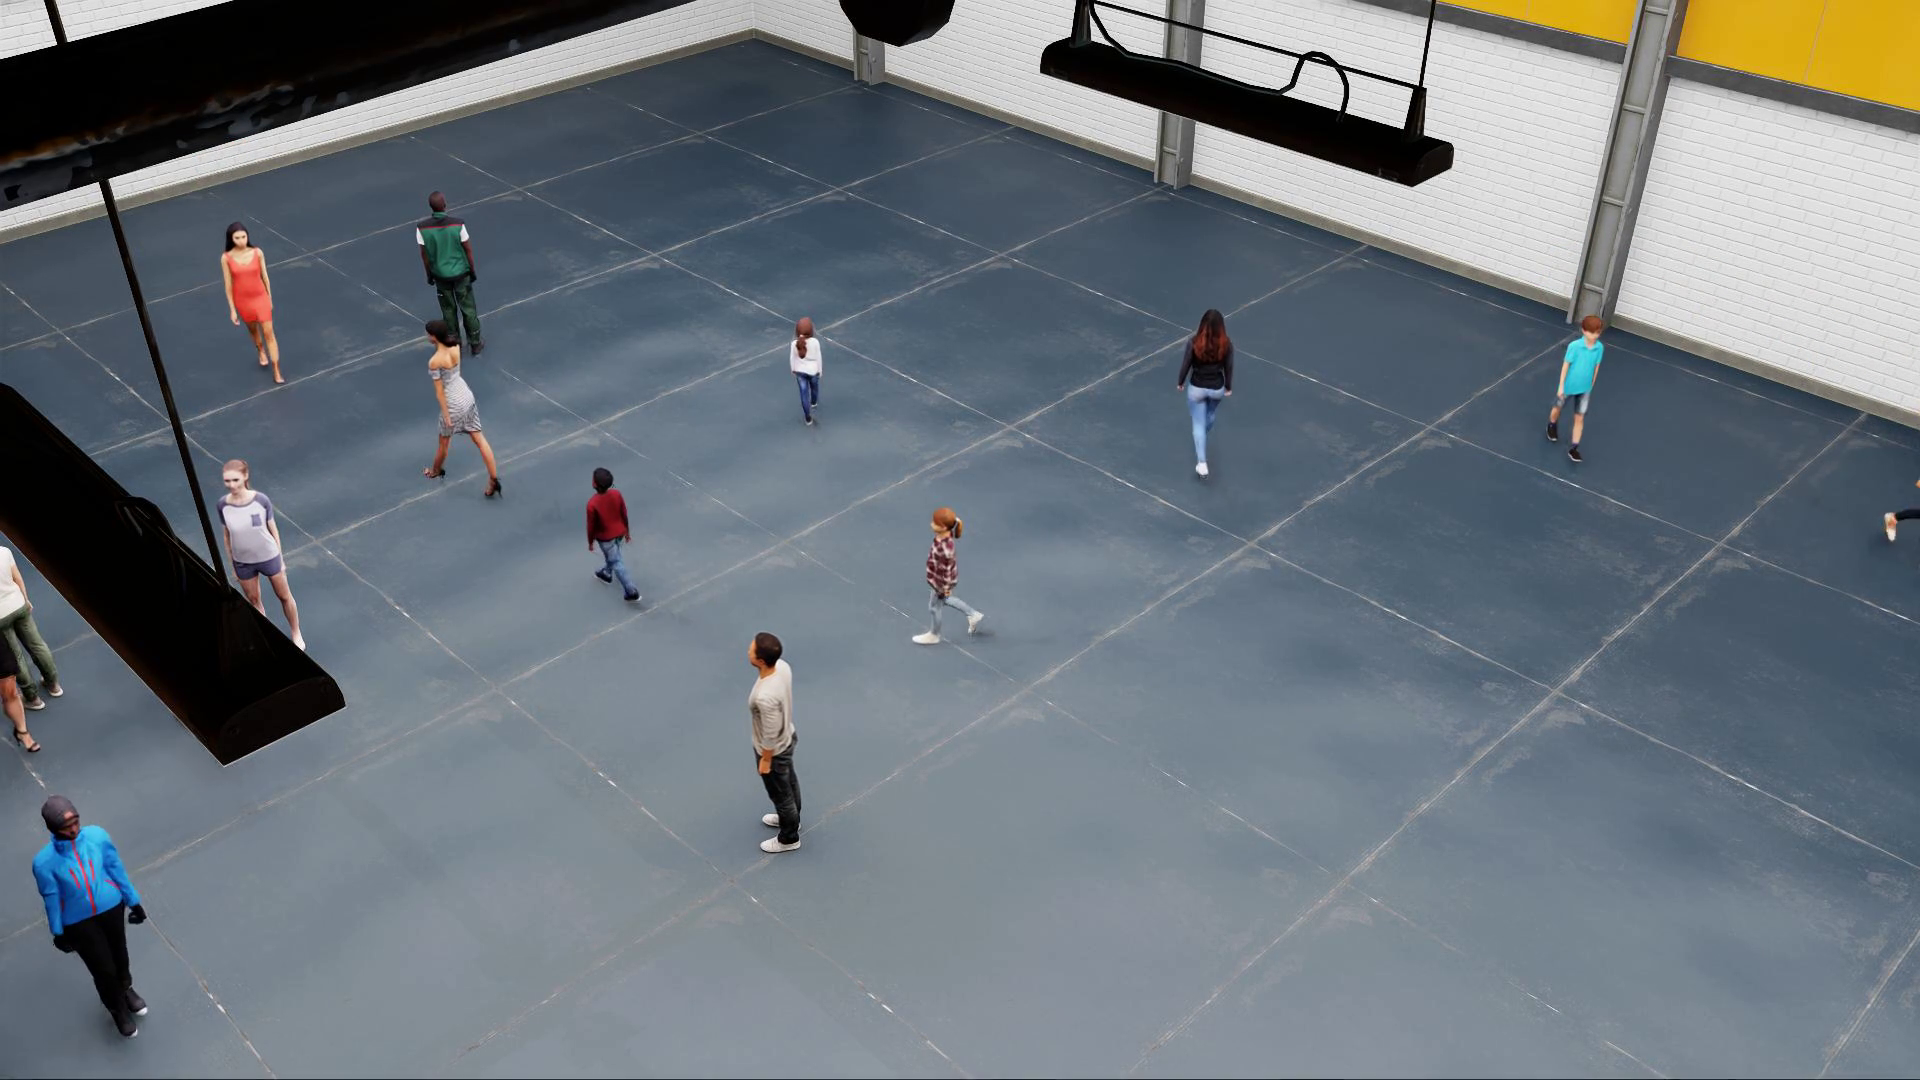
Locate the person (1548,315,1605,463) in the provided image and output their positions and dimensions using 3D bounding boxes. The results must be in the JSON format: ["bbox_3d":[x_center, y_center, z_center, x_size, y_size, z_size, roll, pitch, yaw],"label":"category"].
[{"bbox_3d":[5.930,-1.536,16.094,0.946,1.421,0.970,2,34,3],"label":"person"}]

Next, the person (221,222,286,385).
[{"bbox_3d":[-7.392,-2.495,17.309,0.852,1.672,1.189,-16,37,-23],"label":"person"}]

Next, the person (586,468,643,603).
[{"bbox_3d":[-2.901,-0.023,13.990,0.891,1.229,0.548,25,41,32],"label":"person"}]

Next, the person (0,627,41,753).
[{"bbox_3d":[-7.292,0.845,12.270,1.096,1.688,0.868,15,37,22],"label":"person"}]

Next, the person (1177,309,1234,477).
[{"bbox_3d":[2.329,-1.372,15.691,1.078,1.593,1.176,-2,34,-3],"label":"person"}]

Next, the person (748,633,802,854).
[{"bbox_3d":[-1.250,1.375,11.361,0.765,1.811,0.726,3,34,5],"label":"person"}]

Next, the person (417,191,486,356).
[{"bbox_3d":[-5.402,-2.827,17.656,0.785,1.840,0.805,-6,34,-9],"label":"person"}]

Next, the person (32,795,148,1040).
[{"bbox_3d":[-5.320,2.226,10.112,0.678,1.776,0.684,23,40,31],"label":"person"}]

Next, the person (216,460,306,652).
[{"bbox_3d":[-5.604,0.135,13.265,0.676,1.768,0.714,-7,34,-11],"label":"person"}]

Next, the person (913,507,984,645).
[{"bbox_3d":[-0.078,0.289,13.462,0.879,1.294,0.825,-2,34,-2],"label":"person"}]

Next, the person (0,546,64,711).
[{"bbox_3d":[-7.299,0.565,12.723,0.608,1.653,0.626,18,38,25],"label":"person"}]

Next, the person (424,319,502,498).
[{"bbox_3d":[-4.498,-1.161,15.204,1.152,1.781,0.852,14,36,20],"label":"person"}]

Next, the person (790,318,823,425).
[{"bbox_3d":[-1.526,-1.675,16.601,0.695,1.090,0.793,-4,34,-6],"label":"person"}]
